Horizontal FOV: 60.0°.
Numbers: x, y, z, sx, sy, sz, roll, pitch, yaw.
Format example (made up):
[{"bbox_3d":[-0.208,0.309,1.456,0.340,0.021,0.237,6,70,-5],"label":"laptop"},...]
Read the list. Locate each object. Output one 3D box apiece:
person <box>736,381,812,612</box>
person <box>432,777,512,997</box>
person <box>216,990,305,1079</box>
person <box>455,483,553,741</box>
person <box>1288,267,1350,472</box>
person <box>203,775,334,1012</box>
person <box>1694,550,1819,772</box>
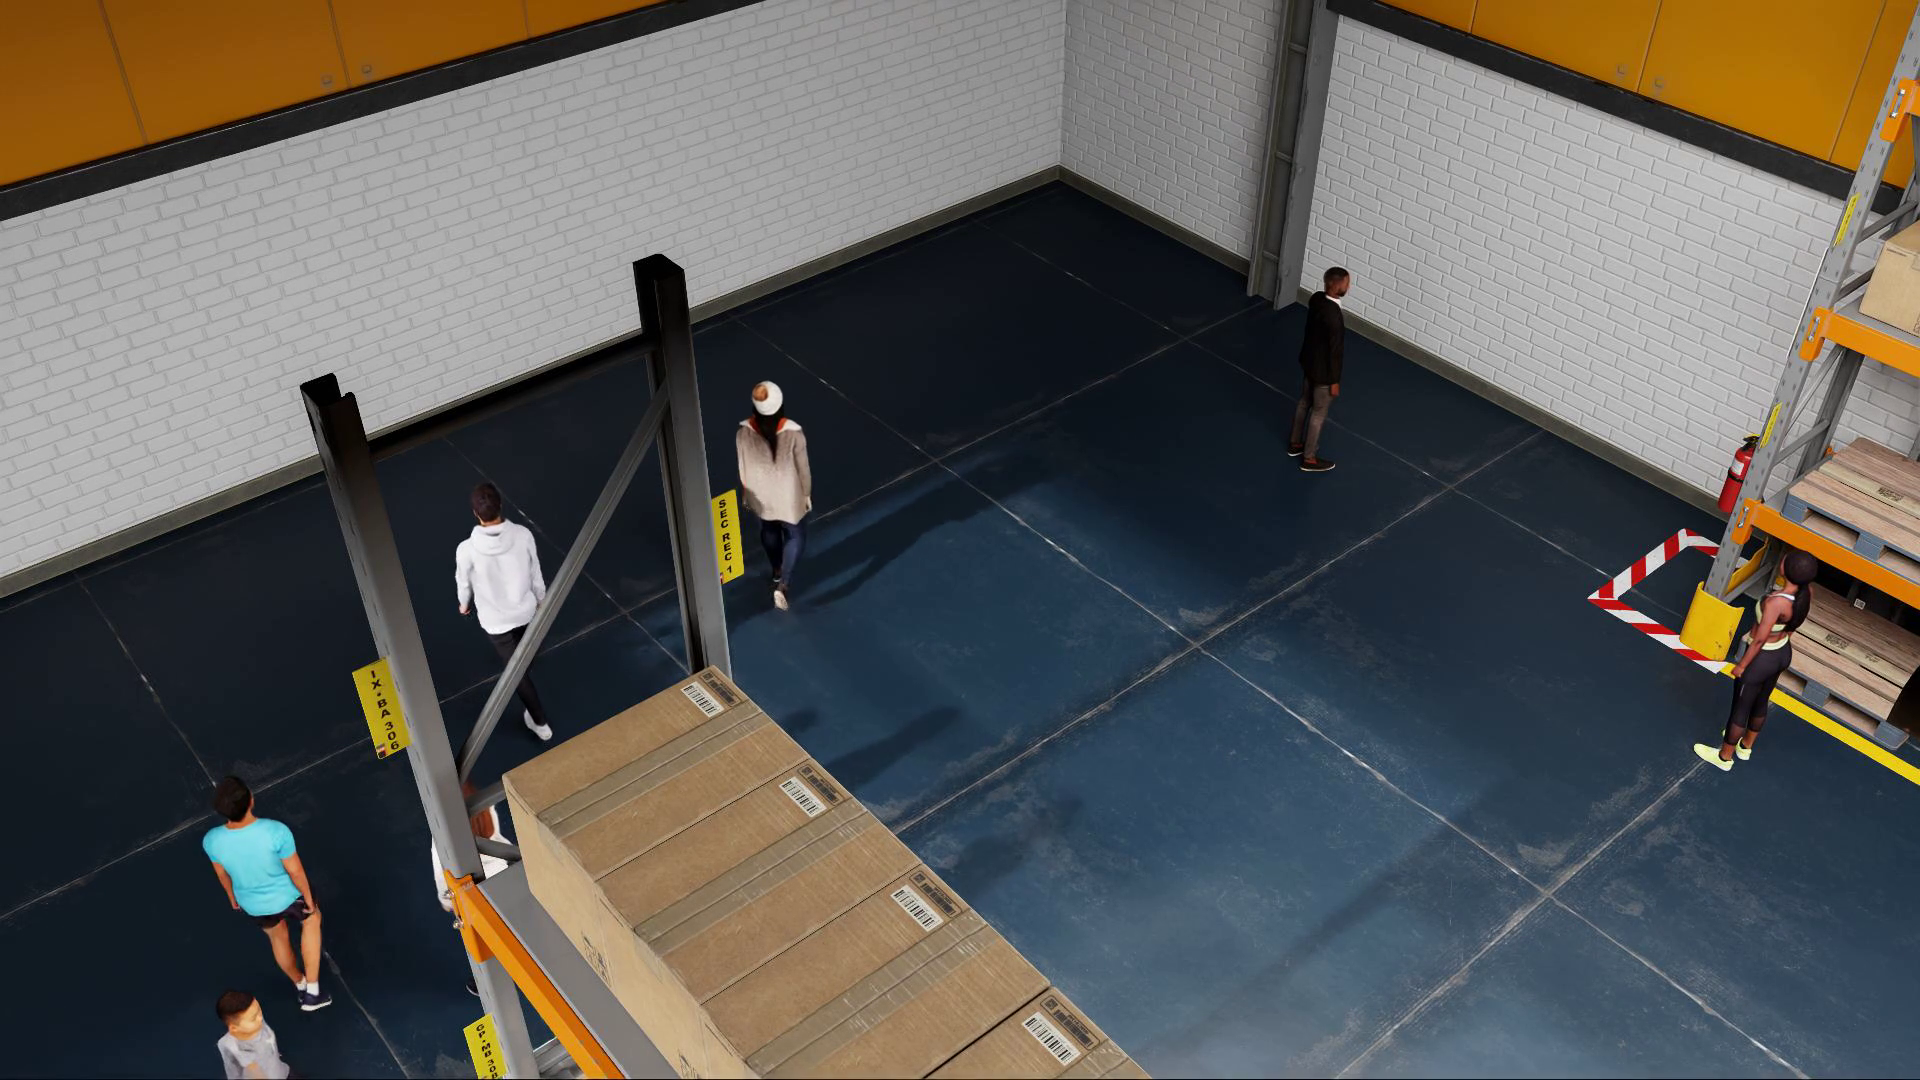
[{"bbox_3d":[-1.350,-0.324,11.990,1.072,1.871,1.107,5,39,7],"label":"person"},{"bbox_3d":[-2.679,1.924,9.319,0.661,1.692,0.686,20,43,23],"label":"person"},{"bbox_3d":[-3.654,2.748,8.492,0.950,1.435,0.860,8,39,10],"label":"person"},{"bbox_3d":[-2.931,0.527,10.921,0.778,1.875,1.196,-23,44,-26],"label":"person"},{"bbox_3d":[2.898,-1.381,13.368,0.800,1.802,0.660,-9,39,-11],"label":"person"},{"bbox_3d":[-3.794,2.024,9.137,0.790,1.762,0.866,-7,39,-9],"label":"person"},{"bbox_3d":[5.185,0.779,10.702,0.596,1.755,0.567,-19,42,-22],"label":"person"}]
